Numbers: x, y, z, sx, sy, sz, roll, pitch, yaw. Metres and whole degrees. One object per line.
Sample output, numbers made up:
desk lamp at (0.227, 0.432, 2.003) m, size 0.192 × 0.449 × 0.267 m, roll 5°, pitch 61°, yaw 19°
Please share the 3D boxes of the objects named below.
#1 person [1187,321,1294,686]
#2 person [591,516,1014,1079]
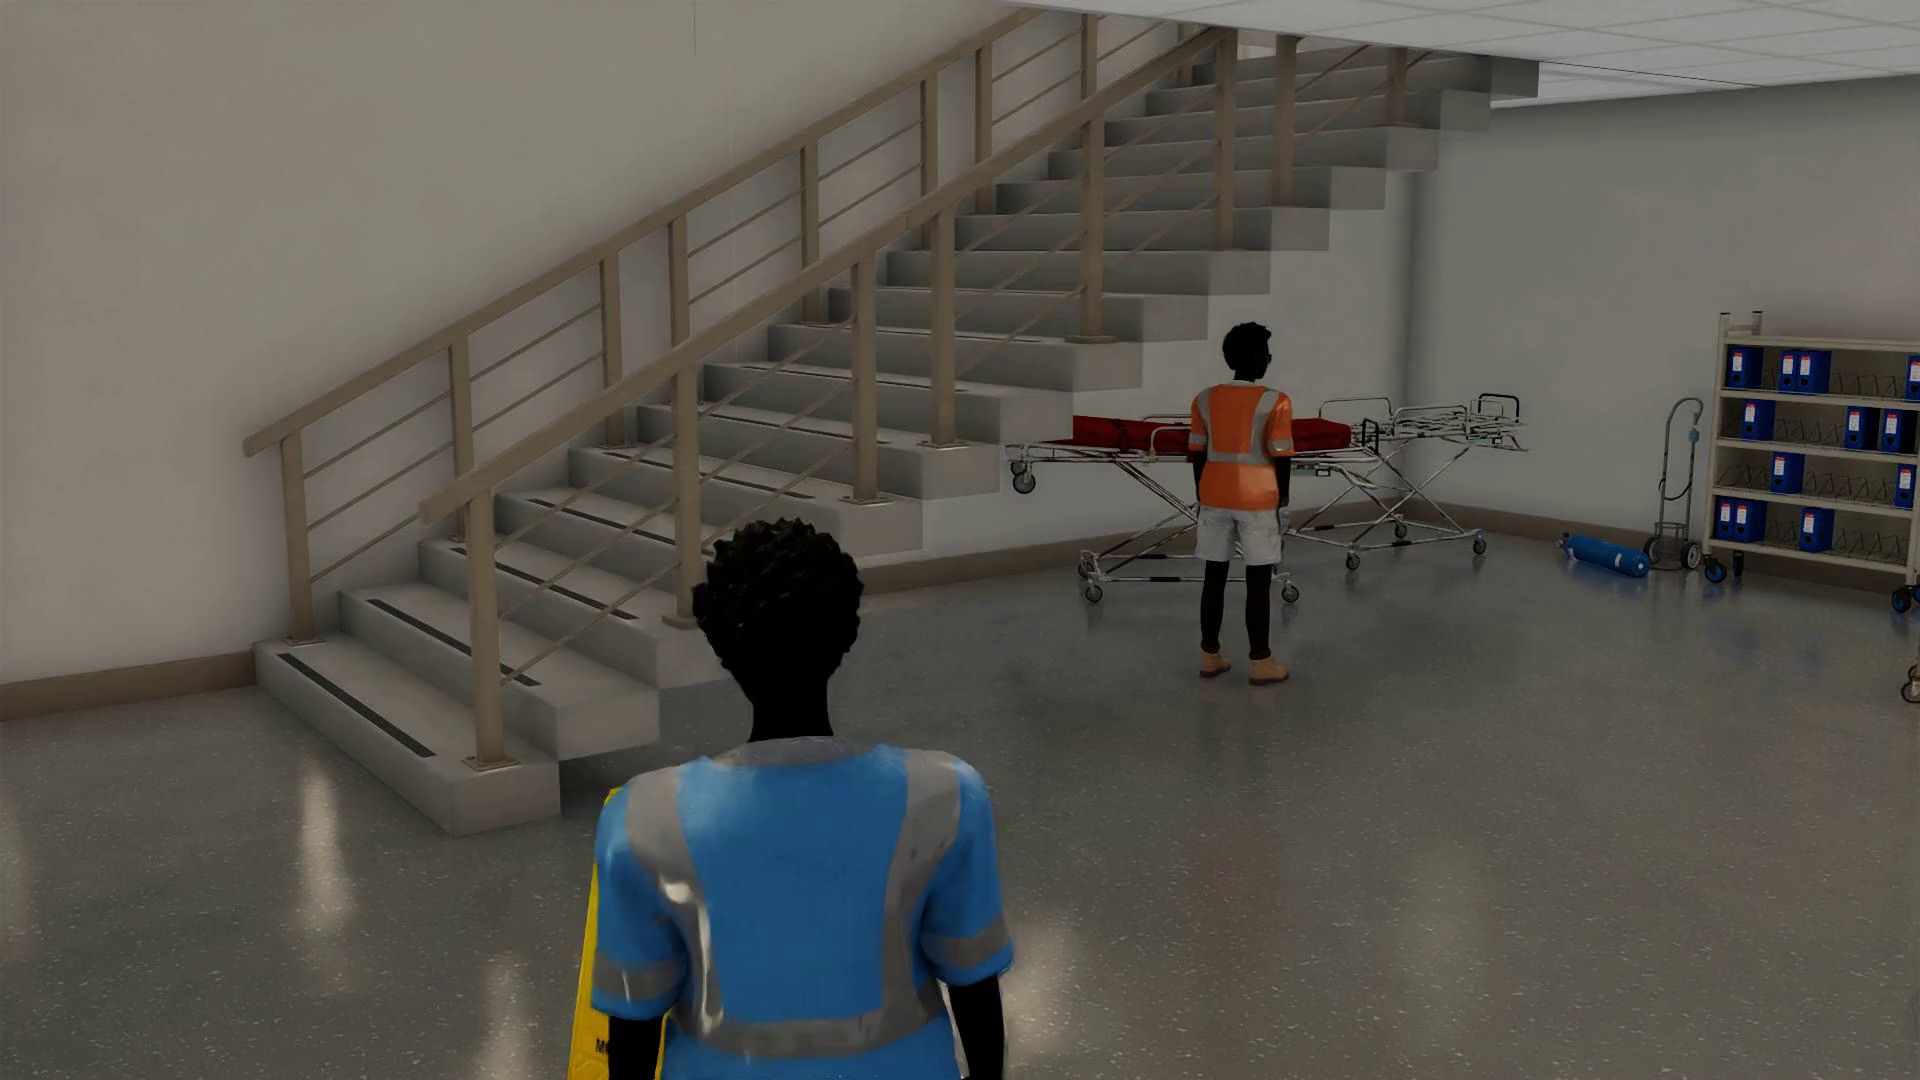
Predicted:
person at (1.318, -0.169, 7.799) m, size 0.535 × 1.699 × 0.321 m, roll 8°, pitch 13°, yaw 38°
person at (-0.211, 0.811, 2.209) m, size 0.573 × 1.701 × 0.487 m, roll -1°, pitch 10°, yaw -4°
